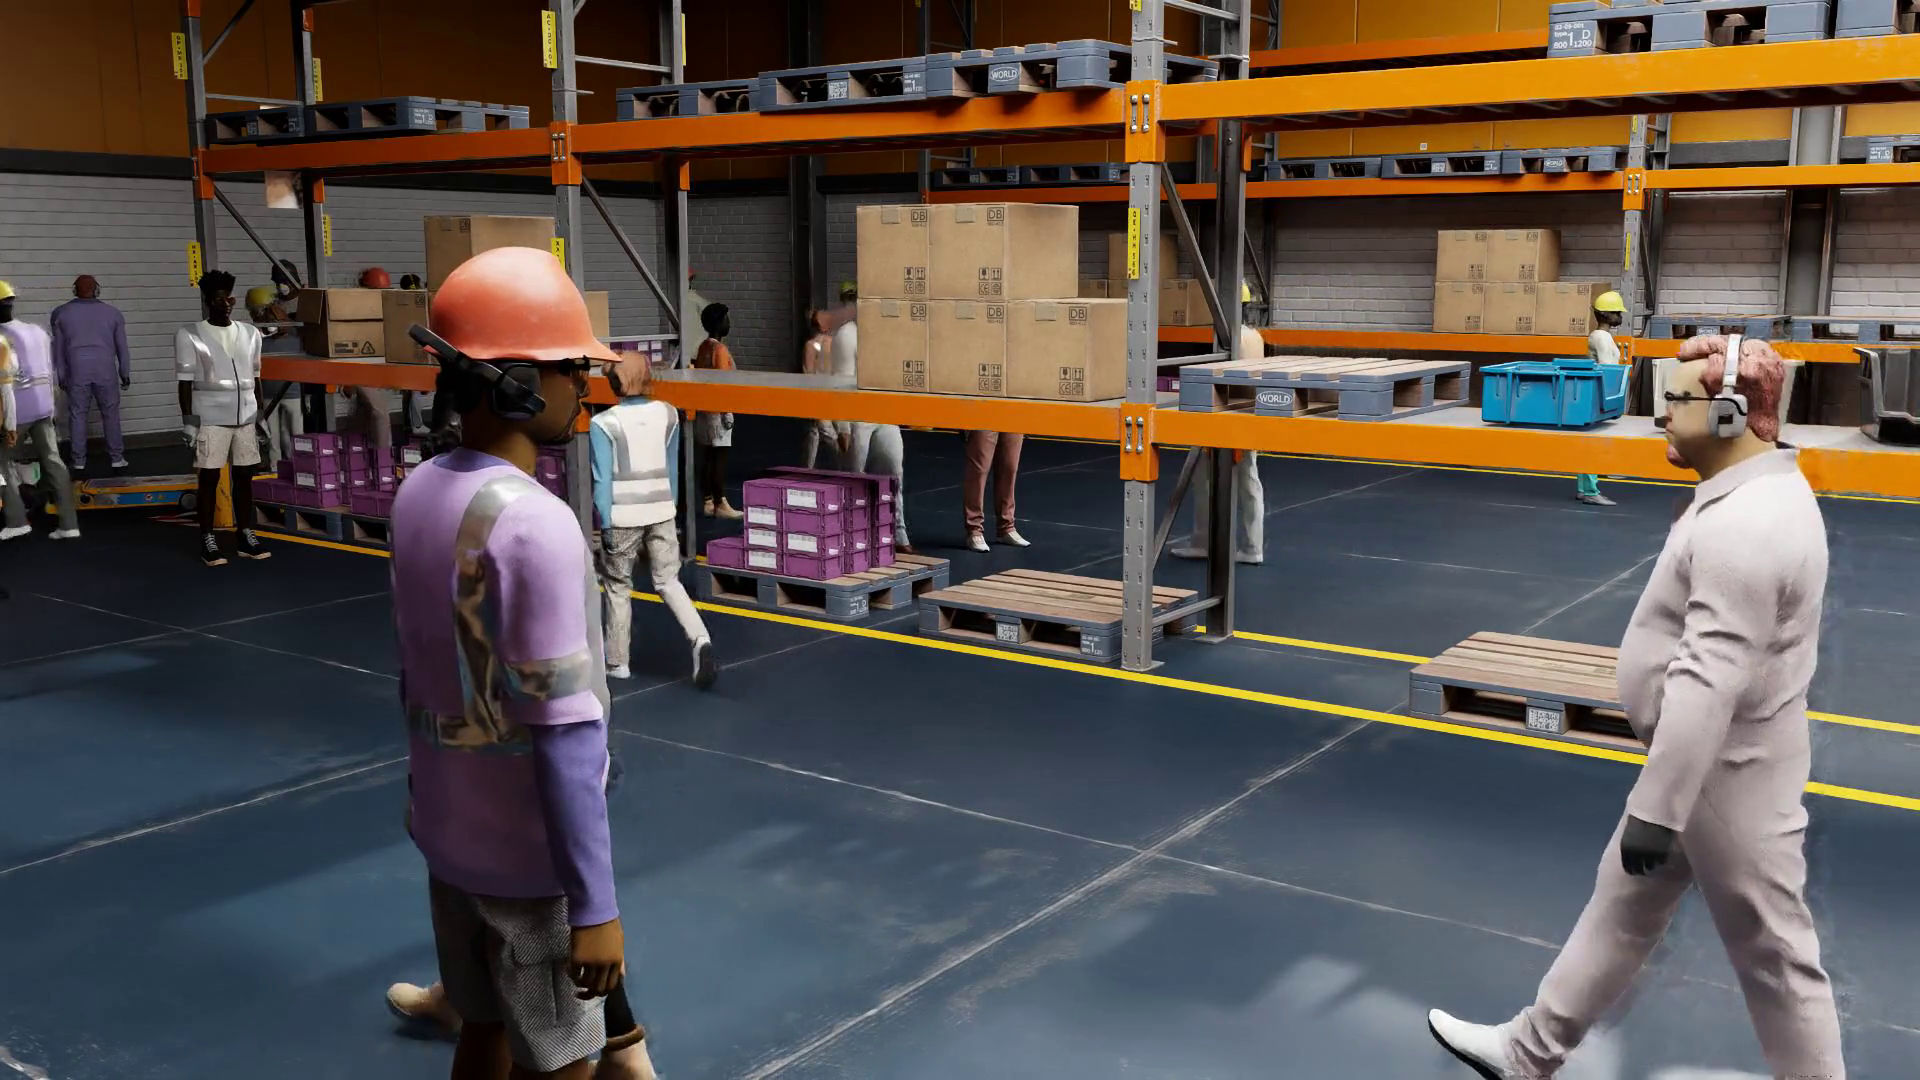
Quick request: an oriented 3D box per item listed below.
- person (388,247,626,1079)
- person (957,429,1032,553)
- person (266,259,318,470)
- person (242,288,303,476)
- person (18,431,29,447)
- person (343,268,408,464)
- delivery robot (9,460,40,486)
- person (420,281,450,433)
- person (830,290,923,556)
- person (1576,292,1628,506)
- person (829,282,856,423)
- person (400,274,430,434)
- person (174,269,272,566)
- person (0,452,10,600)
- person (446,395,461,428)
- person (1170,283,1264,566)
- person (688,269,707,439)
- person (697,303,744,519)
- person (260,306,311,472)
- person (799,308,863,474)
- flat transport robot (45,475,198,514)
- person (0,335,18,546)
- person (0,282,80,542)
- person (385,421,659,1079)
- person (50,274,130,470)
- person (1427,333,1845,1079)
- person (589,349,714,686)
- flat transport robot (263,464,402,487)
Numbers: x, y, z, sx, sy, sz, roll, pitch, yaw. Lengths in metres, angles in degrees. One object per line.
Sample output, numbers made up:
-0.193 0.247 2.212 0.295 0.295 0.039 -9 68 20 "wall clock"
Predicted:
-0.752 0.523 2.913 0.372 2.042 0.615 -7 12 -38 "person"
0.255 -0.876 11.636 0.651 1.913 0.410 -7 12 -36 "person"
-6.464 -1.685 16.075 0.687 2.000 0.535 -1 10 -7 "person"
-6.393 -1.412 15.261 0.923 1.767 0.577 3 10 18 "person"
-8.326 -1.297 14.383 0.504 1.834 0.437 6 11 31 "person"
-5.256 -1.478 15.084 0.890 1.950 0.643 1 10 5 "person"
-7.625 -0.484 13.058 0.707 0.478 0.477 -5 11 -28 "delivery robot"
-5.065 -1.661 16.477 1.026 1.864 0.594 4 10 20 "person"
-0.694 -0.810 11.293 0.955 1.909 0.642 7 12 36 "person"
5.343 -1.172 13.833 0.310 1.768 0.533 2 10 10 "person"
-1.376 -2.320 20.715 0.549 1.761 0.362 -4 10 -23 "person"
-6.381 -2.168 19.456 0.328 1.874 0.512 -8 13 -40 "person"
-4.918 -0.819 11.138 0.361 1.963 0.612 7 12 36 "person"
-5.880 -0.559 9.755 0.698 1.905 0.579 7 12 34 "person"
-4.356 -1.352 14.801 0.978 1.815 0.549 7 12 35 "person"
1.745 -0.786 11.133 0.785 1.895 0.605 7 12 37 "person"
-3.082 -2.123 18.891 0.500 1.966 0.660 4 10 24 "person"
-1.907 -1.010 13.078 0.318 1.697 0.535 -5 11 -26 "person"
-5.899 -1.211 14.460 0.509 1.632 0.269 -1 10 -3 "person"
-1.214 -1.287 14.997 0.829 1.606 0.524 4 10 23 "person"
-6.659 -0.390 13.625 1.431 0.197 0.652 -4 10 -24 "flat transport robot"
-6.787 -0.825 11.416 0.954 1.895 0.575 9 13 42 "person"
-6.741 -0.906 11.912 0.748 1.872 0.729 2 10 11 "person"
-1.098 0.532 4.019 0.906 1.643 0.544 4 10 23 "person"
-8.456 -1.632 16.221 0.661 1.895 0.409 -5 11 -26 "person"
1.550 0.486 3.668 0.960 1.855 0.673 4 10 24 "person"
-1.483 -0.093 7.852 0.514 1.614 0.721 -8 13 -41 "person"
-5.322 -0.490 14.220 1.431 0.197 0.652 -7 12 -35 "flat transport robot"
